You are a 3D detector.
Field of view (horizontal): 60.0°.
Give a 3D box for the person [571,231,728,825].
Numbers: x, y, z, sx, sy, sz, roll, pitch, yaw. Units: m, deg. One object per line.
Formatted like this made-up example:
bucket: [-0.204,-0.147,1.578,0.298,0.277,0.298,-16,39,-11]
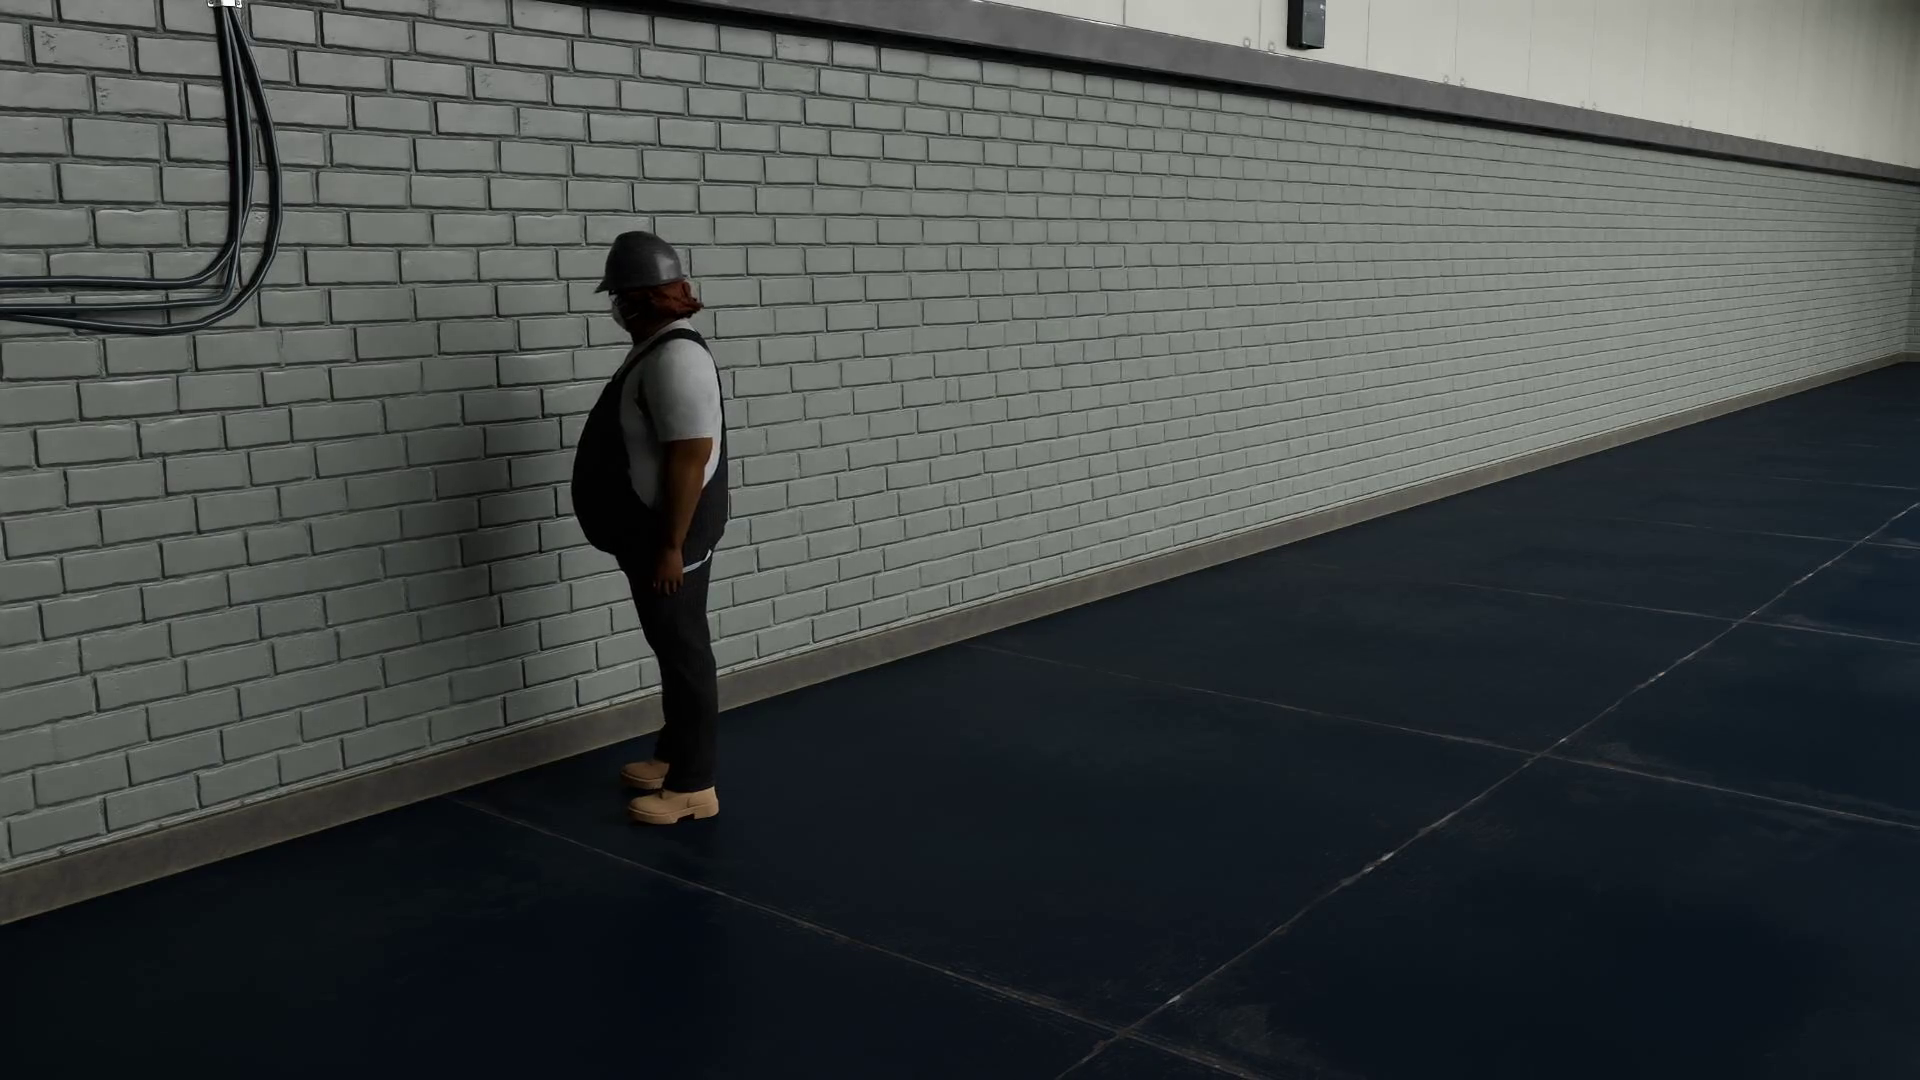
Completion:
person: [-1.076,-0.031,5.803,0.535,2.000,0.684,-2,10,-11]
